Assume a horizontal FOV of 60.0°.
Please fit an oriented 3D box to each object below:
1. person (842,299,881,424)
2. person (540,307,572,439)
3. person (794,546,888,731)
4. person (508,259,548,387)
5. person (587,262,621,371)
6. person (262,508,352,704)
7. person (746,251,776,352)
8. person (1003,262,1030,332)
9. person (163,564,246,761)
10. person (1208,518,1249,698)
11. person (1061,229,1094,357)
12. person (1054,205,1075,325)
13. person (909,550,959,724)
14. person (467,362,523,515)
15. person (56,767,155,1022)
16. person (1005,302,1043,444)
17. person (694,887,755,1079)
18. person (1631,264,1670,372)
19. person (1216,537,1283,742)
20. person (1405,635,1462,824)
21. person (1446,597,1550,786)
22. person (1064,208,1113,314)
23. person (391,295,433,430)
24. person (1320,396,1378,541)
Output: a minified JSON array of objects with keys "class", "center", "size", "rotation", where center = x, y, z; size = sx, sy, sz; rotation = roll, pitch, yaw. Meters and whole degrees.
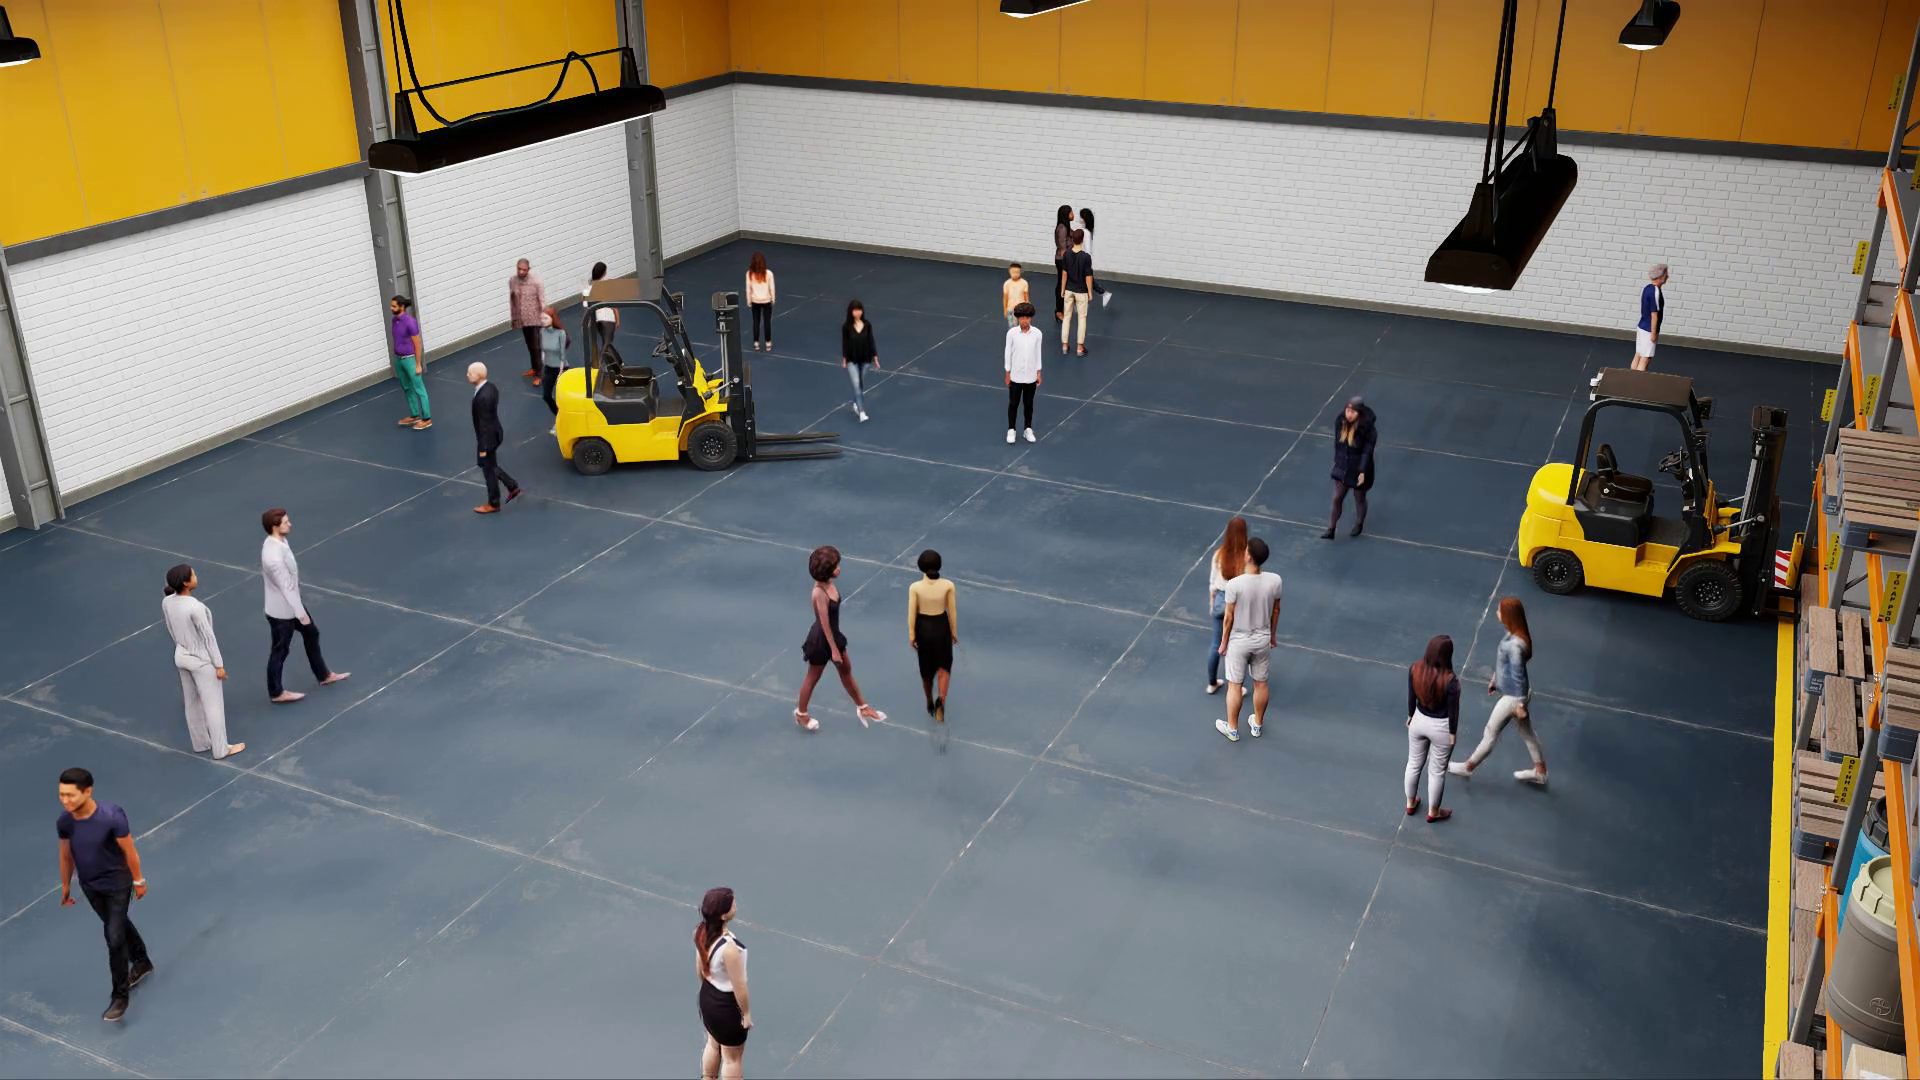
[{"class":"person","center":[-1.352,-2.382,21.871],"size":[1.013,1.610,1.057],"rotation":[-10,25,-21]},{"class":"person","center":[-5.077,-2.149,21.187],"size":[0.572,1.732,0.579],"rotation":[10,26,22]},{"class":"person","center":[-1.245,0.885,14.219],"size":[0.850,1.753,1.045],"rotation":[3,24,8]},{"class":"person","center":[-5.994,-3.094,23.312],"size":[0.741,1.761,0.910],"rotation":[10,26,22]},{"class":"person","center":[-5.060,-3.067,23.433],"size":[0.687,1.615,1.082],"rotation":[7,25,15]},{"class":"person","center":[-6.094,0.610,14.761],"size":[1.060,1.823,1.011],"rotation":[-7,25,-15]},{"class":"person","center":[-2.950,-3.553,24.711],"size":[0.651,1.481,0.646],"rotation":[1,24,3]},{"class":"person","center":[0.827,-3.346,24.278],"size":[0.766,1.448,0.929],"rotation":[-1,24,-1]},{"class":"person","center":[-6.404,1.008,13.958],"size":[0.650,1.736,0.534],"rotation":[12,26,26]},{"class":"person","center":[2.424,0.612,14.876],"size":[0.611,1.727,0.558],"rotation":[17,29,33]},{"class":"person","center":[1.716,-3.649,24.468],"size":[0.640,1.851,0.553],"rotation":[12,26,25]},{"class":"person","center":[1.615,-4.321,26.019],"size":[0.791,1.842,0.666],"rotation":[1,24,3]},{"class":"person","center":[-0.224,0.873,14.388],"size":[0.775,1.641,0.905],"rotation":[-1,24,-1]},{"class":"person","center":[-5.267,-1.165,18.858],"size":[0.977,1.794,0.919],"rotation":[-3,24,-7]},{"class":"person","center":[-5.640,2.238,11.103],"size":[0.796,1.770,0.971],"rotation":[4,24,9]},{"class":"person","center":[0.794,-2.131,21.048],"size":[0.725,1.809,0.748],"rotation":[-3,24,-7]},{"class":"person","center":[-1.433,2.795,9.980],"size":[0.652,1.648,0.637],"rotation":[-20,31,-38]},{"class":"person","center":[9.410,-2.881,22.727],"size":[0.759,1.839,0.605],"rotation":[3,24,6]},{"class":"person","center":[2.469,0.841,14.190],"size":[0.764,1.856,0.802],"rotation":[-6,24,-14]},{"class":"person","center":[3.719,1.469,13.065],"size":[0.664,1.608,0.649],"rotation":[22,32,40]},{"class":"person","center":[4.558,1.286,13.442],"size":[0.771,1.641,1.046],"rotation":[8,25,18]},{"class":"person","center":[2.071,-4.437,26.492],"size":[0.948,1.675,1.040],"rotation":[-1,24,-2]},{"class":"person","center":[-7.129,-2.320,21.533],"size":[0.673,1.767,0.603],"rotation":[17,29,34]},{"class":"person","center":[4.365,-0.796,18.198],"size":[0.822,1.646,1.010],"rotation":[18,29,35]}]
